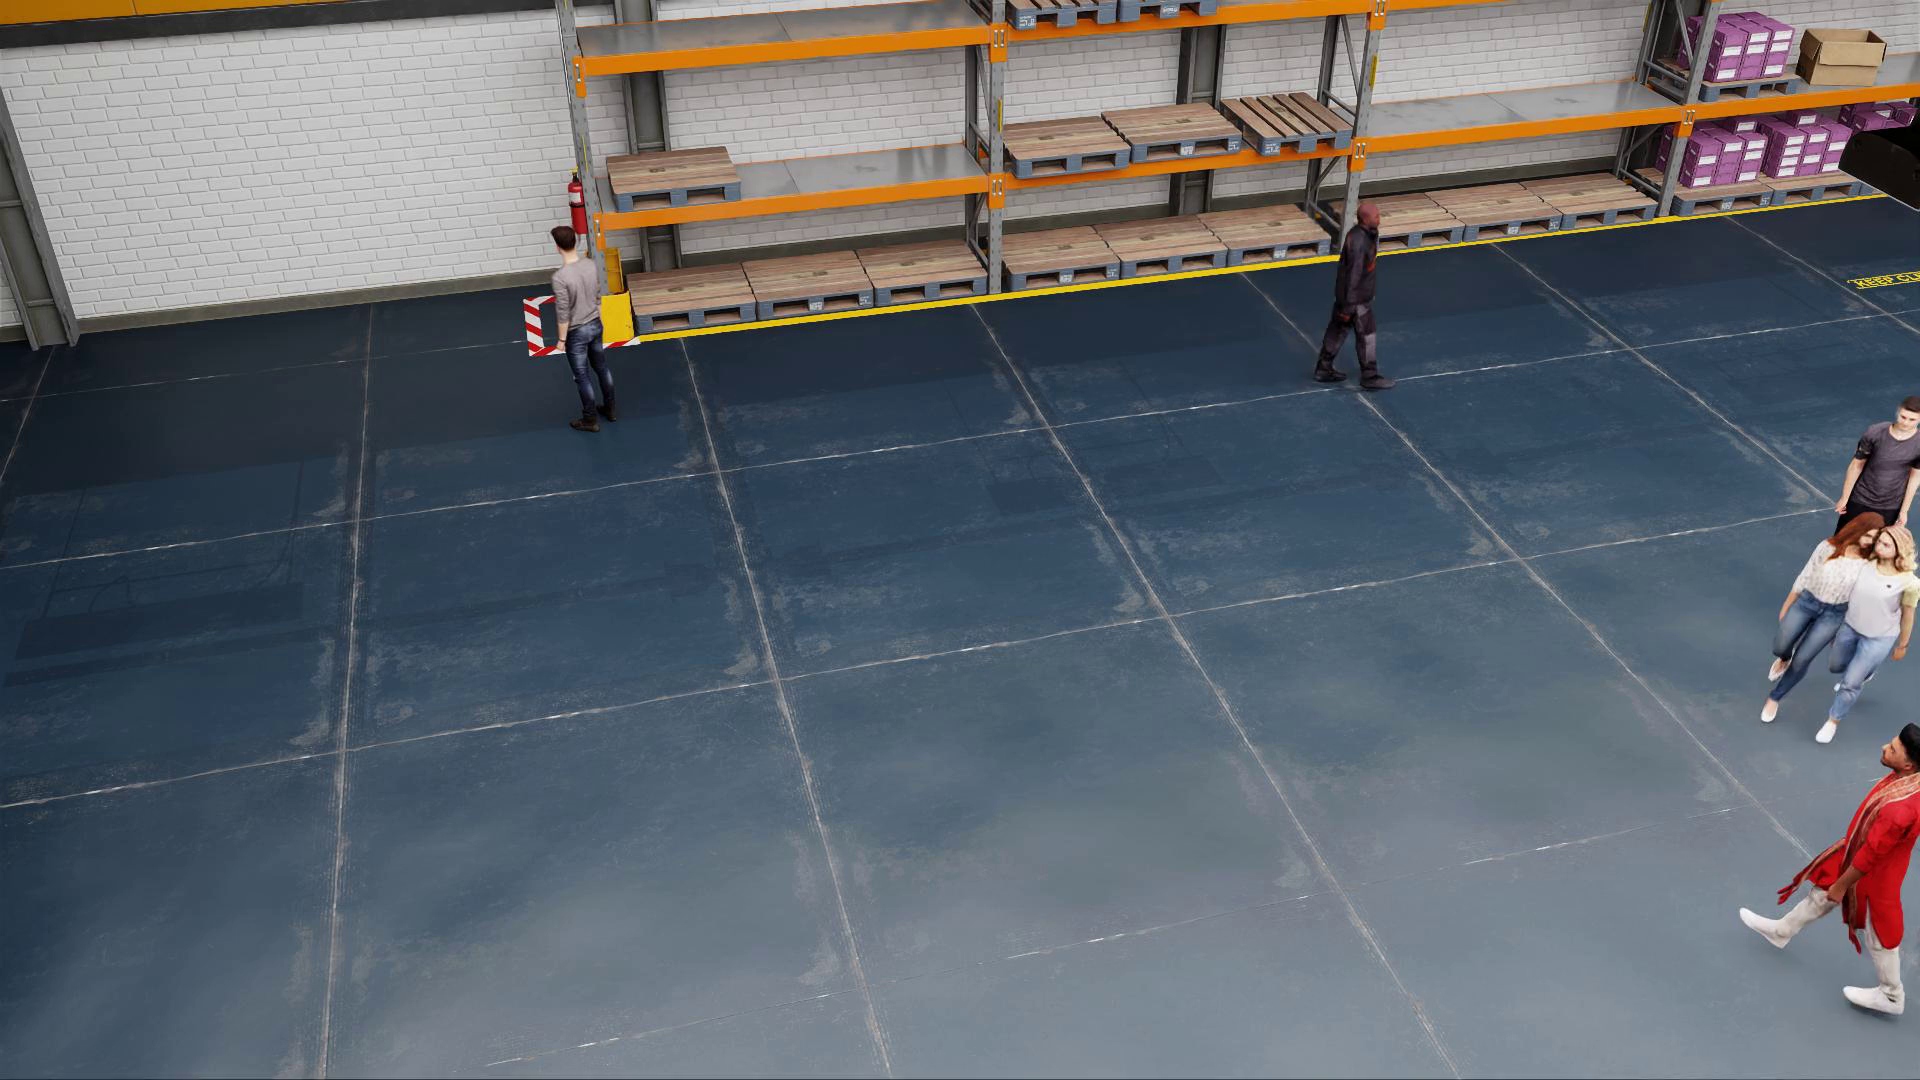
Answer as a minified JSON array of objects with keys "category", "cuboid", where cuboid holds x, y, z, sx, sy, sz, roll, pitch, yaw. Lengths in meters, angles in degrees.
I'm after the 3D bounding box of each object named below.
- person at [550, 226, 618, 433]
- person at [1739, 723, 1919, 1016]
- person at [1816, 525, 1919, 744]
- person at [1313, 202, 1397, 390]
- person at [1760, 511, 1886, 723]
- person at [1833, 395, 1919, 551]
[{"category":"person","cuboid":[-3.303,-1.844,14.585,0.838,1.898,0.748,22,40,30]},{"category":"person","cuboid":[5.117,1.839,9.106,1.230,1.829,1.229,22,39,29]},{"category":"person","cuboid":[6.091,0.592,11.097,1.028,1.701,0.843,-21,39,-28]},{"category":"person","cuboid":[3.515,-2.255,15.286,1.100,1.807,0.930,3,34,4]},{"category":"person","cuboid":[5.845,0.472,11.281,0.882,1.698,0.960,27,42,35]},{"category":"person","cuboid":[6.822,-0.303,12.391,0.700,1.760,0.782,14,36,20]}]
